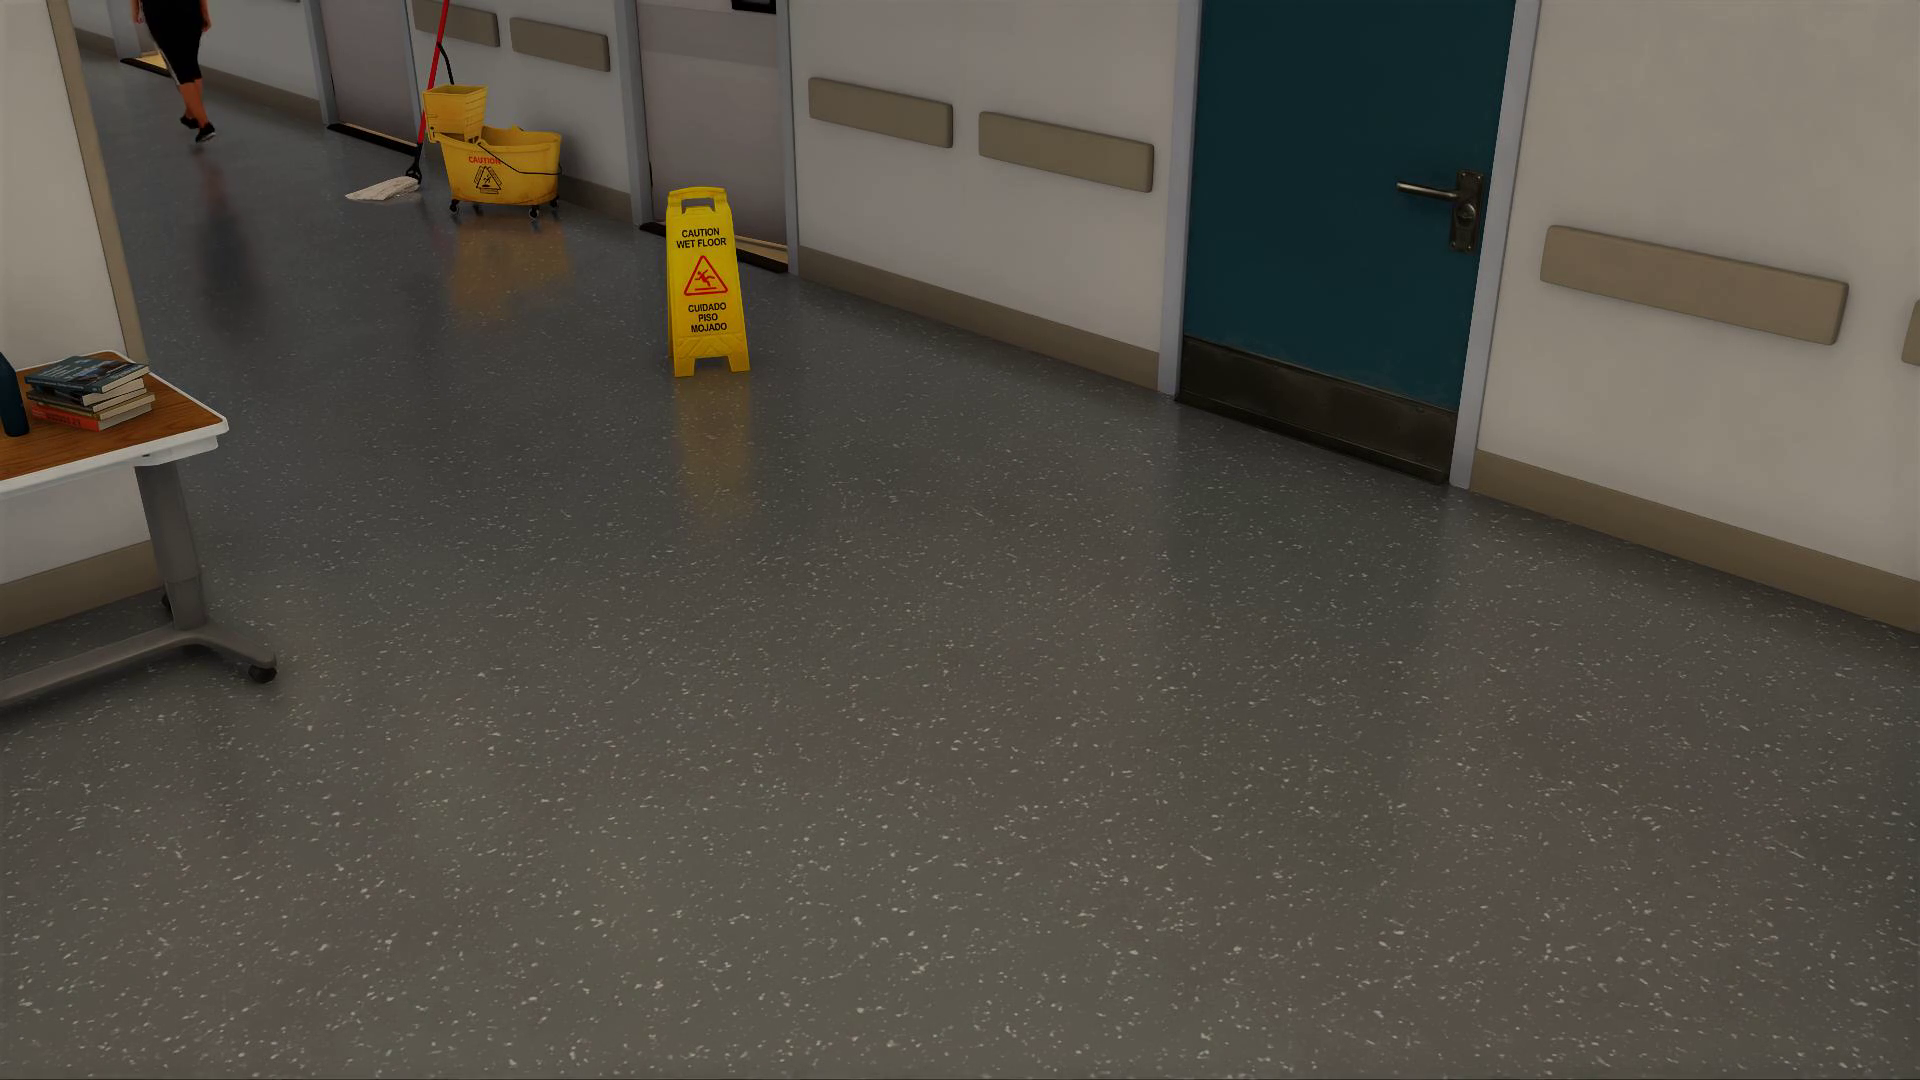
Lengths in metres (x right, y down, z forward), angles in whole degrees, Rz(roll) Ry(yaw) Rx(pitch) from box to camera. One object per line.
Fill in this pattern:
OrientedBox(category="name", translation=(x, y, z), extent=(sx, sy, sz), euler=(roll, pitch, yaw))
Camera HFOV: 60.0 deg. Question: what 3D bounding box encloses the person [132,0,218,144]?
OrientedBox(category="person", translation=(-5.009, -3.346, 10.617), extent=(0.593, 1.632, 1.076), euler=(-22, 33, -38))
